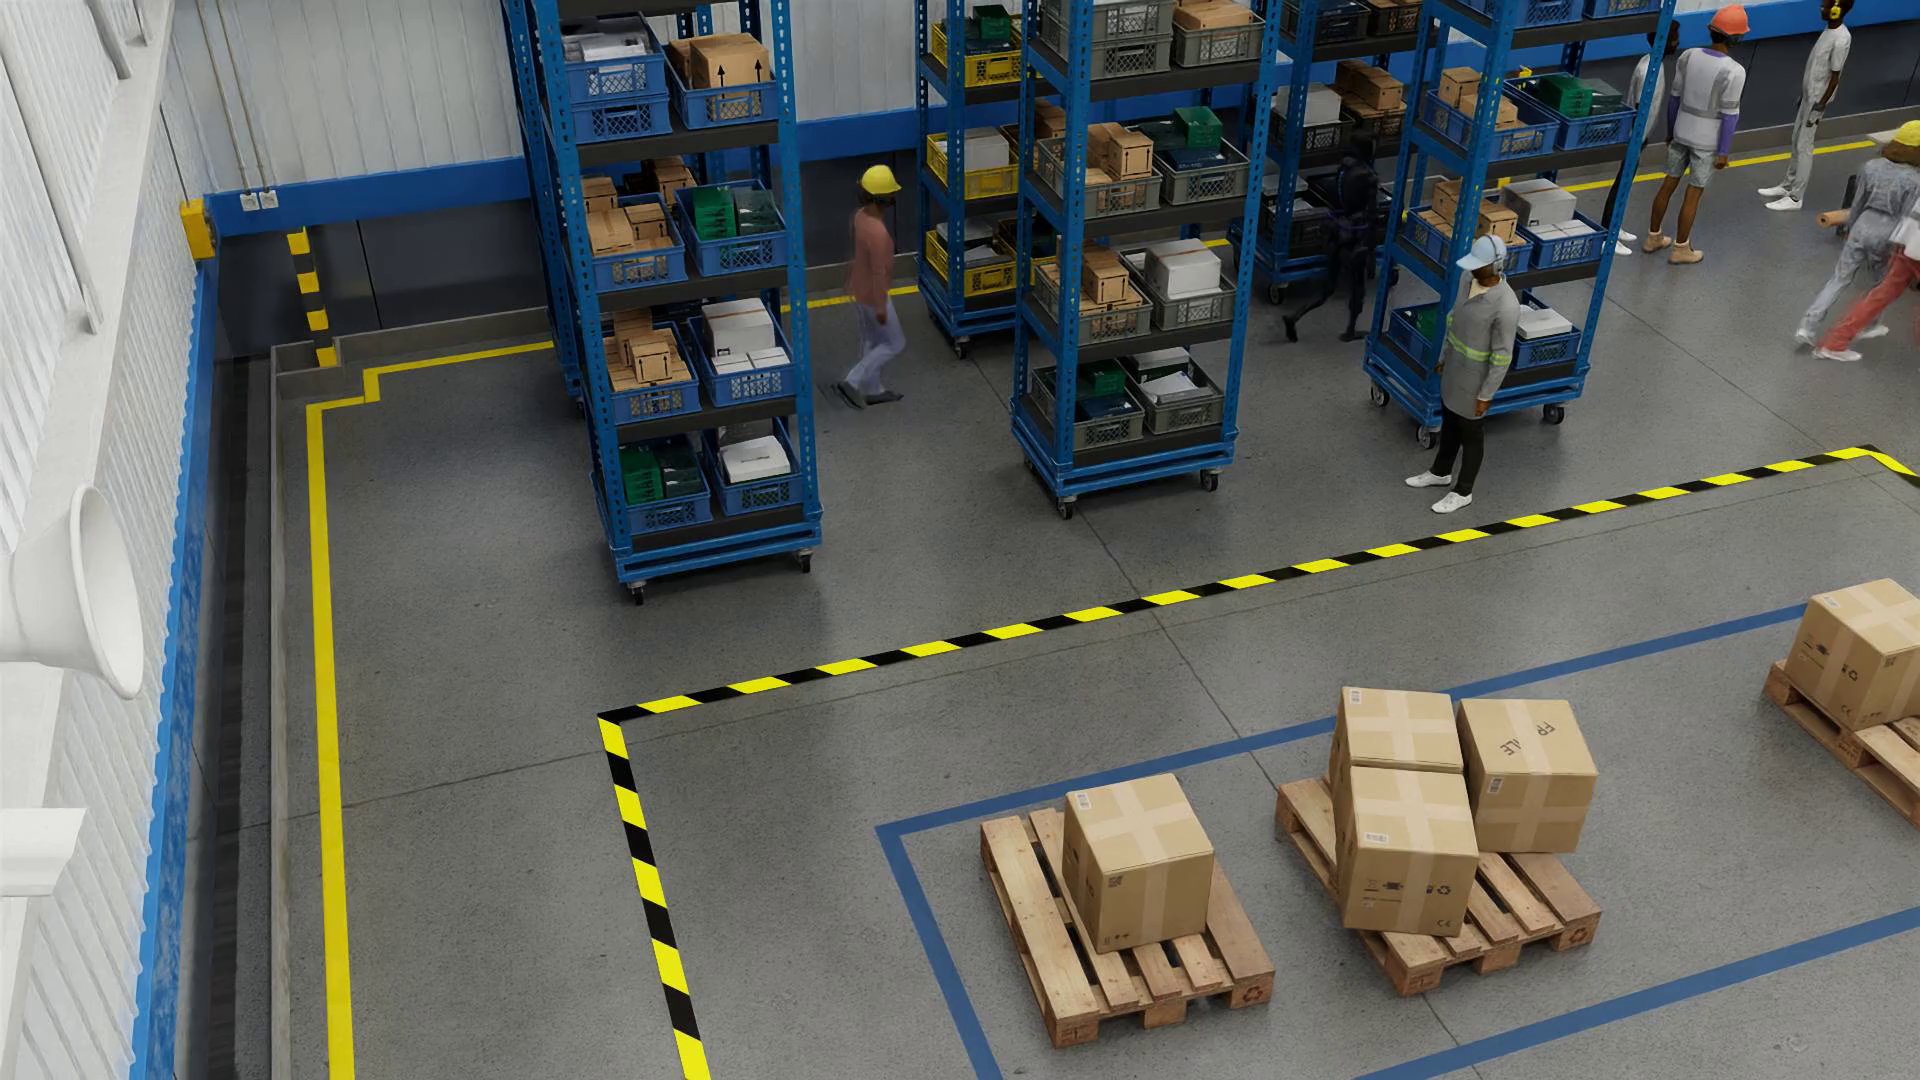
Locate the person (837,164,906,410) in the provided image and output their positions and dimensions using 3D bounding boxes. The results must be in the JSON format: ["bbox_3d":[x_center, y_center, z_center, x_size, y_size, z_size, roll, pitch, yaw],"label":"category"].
[{"bbox_3d":[-0.580,-1.646,11.093,0.445,1.752,0.555,-10,36,-14],"label":"person"}]

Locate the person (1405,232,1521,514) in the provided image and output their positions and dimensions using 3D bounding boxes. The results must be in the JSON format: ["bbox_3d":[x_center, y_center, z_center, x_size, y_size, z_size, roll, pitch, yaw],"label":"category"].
[{"bbox_3d":[3.073,-1.017,10.126,0.393,1.850,0.587,-9,36,-13],"label":"person"}]

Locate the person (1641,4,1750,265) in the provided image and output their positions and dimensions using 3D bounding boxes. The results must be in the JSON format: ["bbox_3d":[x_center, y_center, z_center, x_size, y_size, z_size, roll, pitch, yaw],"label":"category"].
[{"bbox_3d":[5.770,-3.152,12.988,0.369,2.044,0.605,-18,39,-24],"label":"person"}]

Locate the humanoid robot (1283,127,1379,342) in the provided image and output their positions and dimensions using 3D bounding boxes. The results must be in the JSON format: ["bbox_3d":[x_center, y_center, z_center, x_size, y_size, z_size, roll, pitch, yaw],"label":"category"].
[{"bbox_3d":[2.729,-2.148,11.899,0.675,1.630,0.584,-12,37,-17],"label":"humanoid robot"}]

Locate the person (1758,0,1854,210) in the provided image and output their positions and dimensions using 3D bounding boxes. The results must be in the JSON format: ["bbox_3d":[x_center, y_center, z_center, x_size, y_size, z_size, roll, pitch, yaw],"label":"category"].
[{"bbox_3d":[7.100,-3.666,13.867,0.312,1.865,0.527,7,36,10],"label":"person"}]

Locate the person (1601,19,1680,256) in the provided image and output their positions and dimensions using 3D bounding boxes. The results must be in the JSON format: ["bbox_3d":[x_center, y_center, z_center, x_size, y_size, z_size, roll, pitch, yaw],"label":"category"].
[{"bbox_3d":[5.401,-3.204,13.205,0.328,1.876,0.508,16,38,21],"label":"person"}]

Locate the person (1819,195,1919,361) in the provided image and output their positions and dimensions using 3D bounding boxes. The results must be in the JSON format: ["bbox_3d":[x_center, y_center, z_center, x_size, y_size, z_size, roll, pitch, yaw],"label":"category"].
[{"bbox_3d":[6.721,-2.002,11.523,1.022,1.861,0.612,2,35,3],"label":"person"}]

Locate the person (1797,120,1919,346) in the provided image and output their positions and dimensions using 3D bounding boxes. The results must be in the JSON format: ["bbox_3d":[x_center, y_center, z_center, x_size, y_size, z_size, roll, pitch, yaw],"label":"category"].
[{"bbox_3d":[6.534,-2.176,11.895,0.832,1.703,0.498,-19,39,-25],"label":"person"}]
